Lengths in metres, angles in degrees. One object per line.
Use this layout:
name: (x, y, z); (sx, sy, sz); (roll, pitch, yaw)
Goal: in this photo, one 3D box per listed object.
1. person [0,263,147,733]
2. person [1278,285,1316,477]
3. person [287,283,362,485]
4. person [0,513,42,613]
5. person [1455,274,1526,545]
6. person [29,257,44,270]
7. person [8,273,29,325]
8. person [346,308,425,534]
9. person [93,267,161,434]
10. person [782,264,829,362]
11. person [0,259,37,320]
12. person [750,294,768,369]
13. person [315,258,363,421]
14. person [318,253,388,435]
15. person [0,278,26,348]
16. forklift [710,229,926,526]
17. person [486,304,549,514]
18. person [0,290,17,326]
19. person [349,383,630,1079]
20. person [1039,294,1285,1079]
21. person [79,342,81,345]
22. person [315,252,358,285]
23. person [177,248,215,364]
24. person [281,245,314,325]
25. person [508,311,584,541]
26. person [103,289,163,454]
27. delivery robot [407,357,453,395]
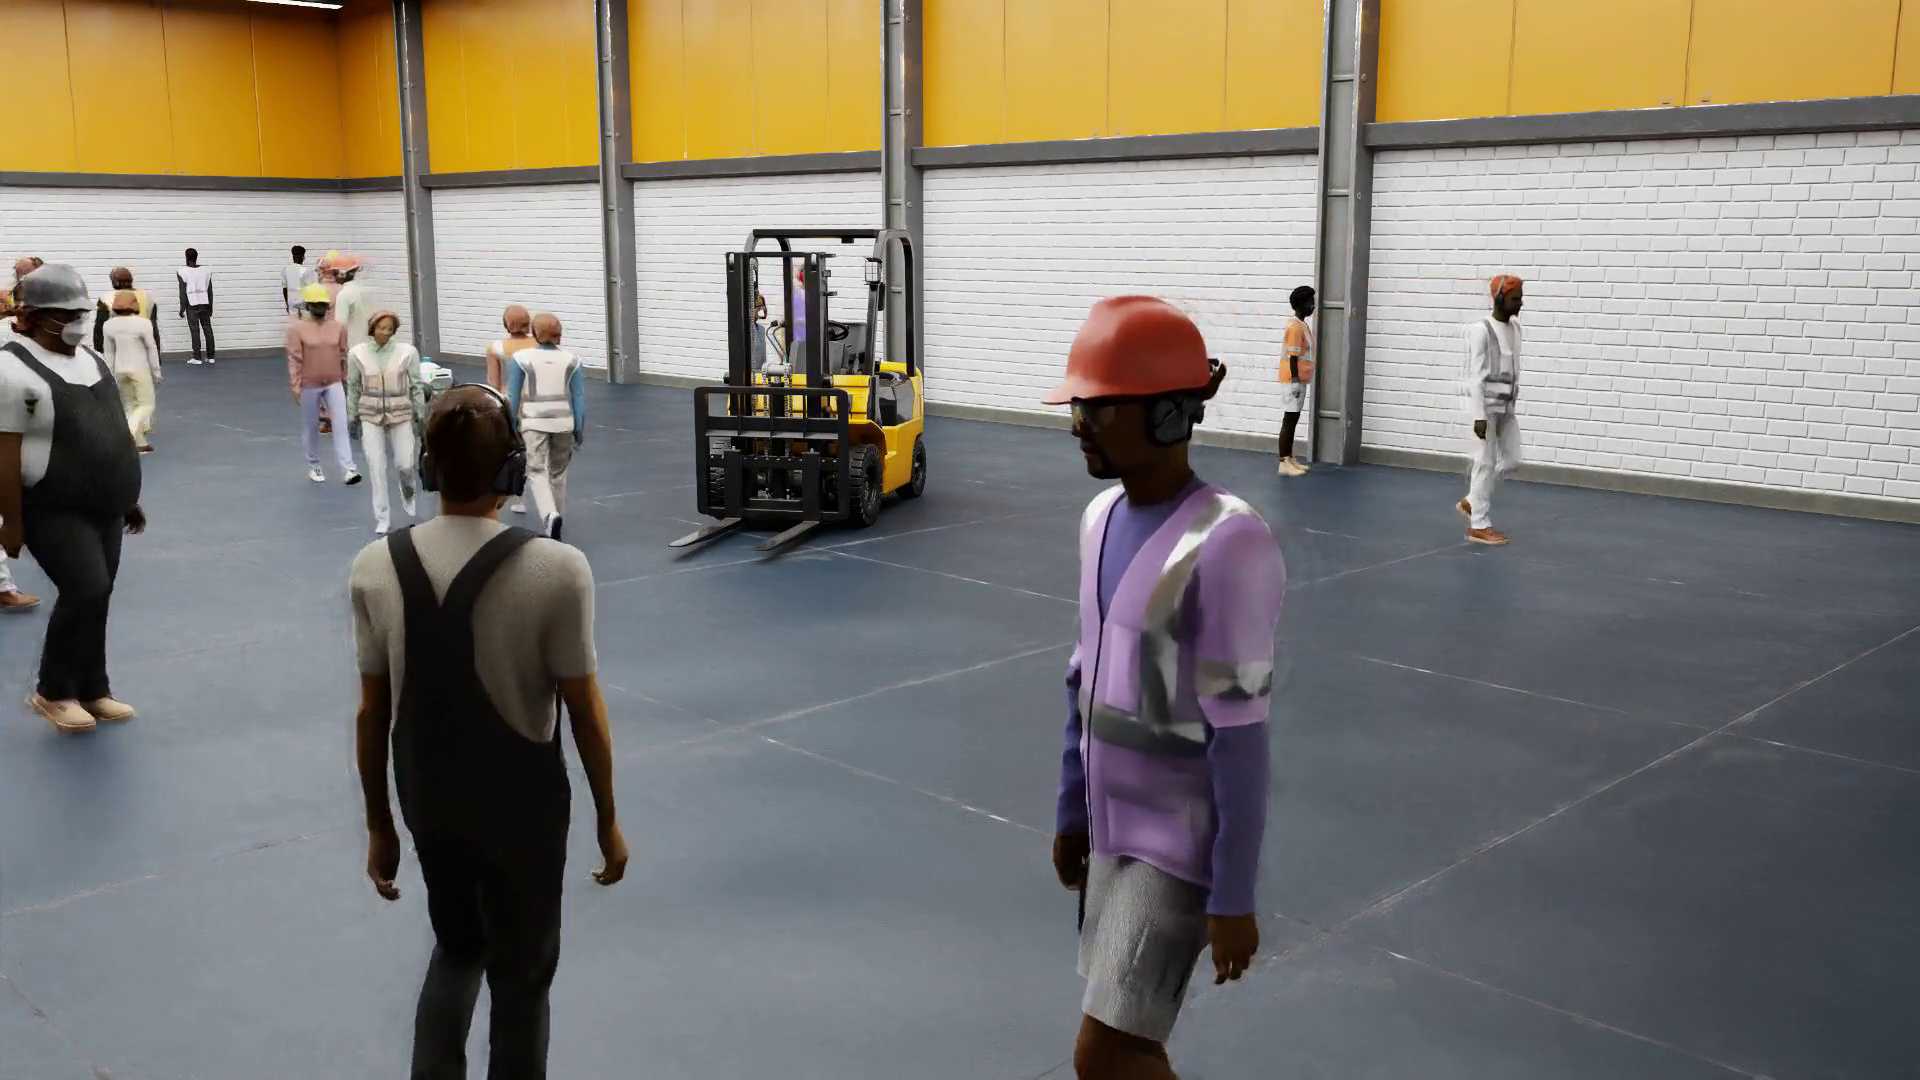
person: (-3.796, -0.184, 7.150); (0.540, 2.000, 0.685); (1, 10, 7)
person: (3.000, -1.416, 14.820); (0.317, 1.692, 0.535); (3, 11, 18)
person: (-5.420, -1.311, 14.163); (0.541, 1.714, 0.922); (-8, 13, -37)
person: (-5.520, -0.537, 9.432); (0.722, 1.915, 0.653); (-3, 11, -14)
person: (3.687, -0.895, 11.504); (0.583, 1.871, 0.432); (-9, 13, -39)
person: (-14.213, -3.464, 25.706); (0.643, 1.785, 0.972); (7, 13, 35)
person: (-7.132, -1.128, 12.852); (0.897, 1.829, 0.552); (5, 12, 26)
person: (-4.160, -0.874, 12.067); (0.548, 1.620, 0.488); (-3, 11, -15)
person: (-8.970, -2.037, 17.943); (0.950, 1.800, 0.637); (8, 13, 36)
person: (-1.682, -2.159, 18.476); (0.601, 1.827, 0.490); (-9, 14, -40)
person: (-10.084, -2.105, 18.090); (0.667, 1.870, 0.904); (-5, 12, -25)
person: (-1.846, -1.381, 14.783); (0.268, 1.632, 0.506); (3, 11, 18)
person: (-7.124, -2.277, 19.012); (0.859, 1.877, 0.641); (6, 12, 28)
person: (-6.425, -2.066, 17.676); (1.009, 1.951, 0.630); (0, 10, -3)
person: (-6.102, -0.799, 11.002); (0.549, 1.856, 0.470); (-5, 12, -26)
forklift: (-1.050, -1.319, 12.920); (1.214, 2.155, 2.313); (2, 11, 13)
person: (-3.300, -0.973, 12.583); (0.528, 1.618, 0.621); (-5, 11, -25)
person: (-9.373, -1.659, 16.405); (0.812, 1.594, 0.512); (2, 11, 11)
person: (-0.977, 0.589, 3.512); (0.527, 1.833, 0.397); (2, 11, 11)
person: (0.340, 0.552, 3.174); (0.424, 2.023, 0.631); (-4, 11, -19)
person: (-9.302, -1.857, 17.109); (0.529, 1.730, 0.810); (-8, 13, -39)
person: (-9.070, -3.241, 24.251); (0.607, 1.874, 0.974); (-4, 11, -18)
person: (-12.728, -3.898, 27.734); (0.399, 1.920, 0.589); (7, 13, 35)
person: (-11.279, -4.051, 28.457); (0.603, 1.959, 0.372); (2, 11, 13)
person: (-2.836, -0.765, 11.478); (0.523, 1.614, 0.702); (-6, 12, -28)
person: (-7.997, -1.606, 16.032); (0.511, 1.616, 0.596); (1, 10, 7)
delivery robot: (-6.877, -2.116, 21.481); (0.707, 0.478, 0.477); (9, 14, 41)
